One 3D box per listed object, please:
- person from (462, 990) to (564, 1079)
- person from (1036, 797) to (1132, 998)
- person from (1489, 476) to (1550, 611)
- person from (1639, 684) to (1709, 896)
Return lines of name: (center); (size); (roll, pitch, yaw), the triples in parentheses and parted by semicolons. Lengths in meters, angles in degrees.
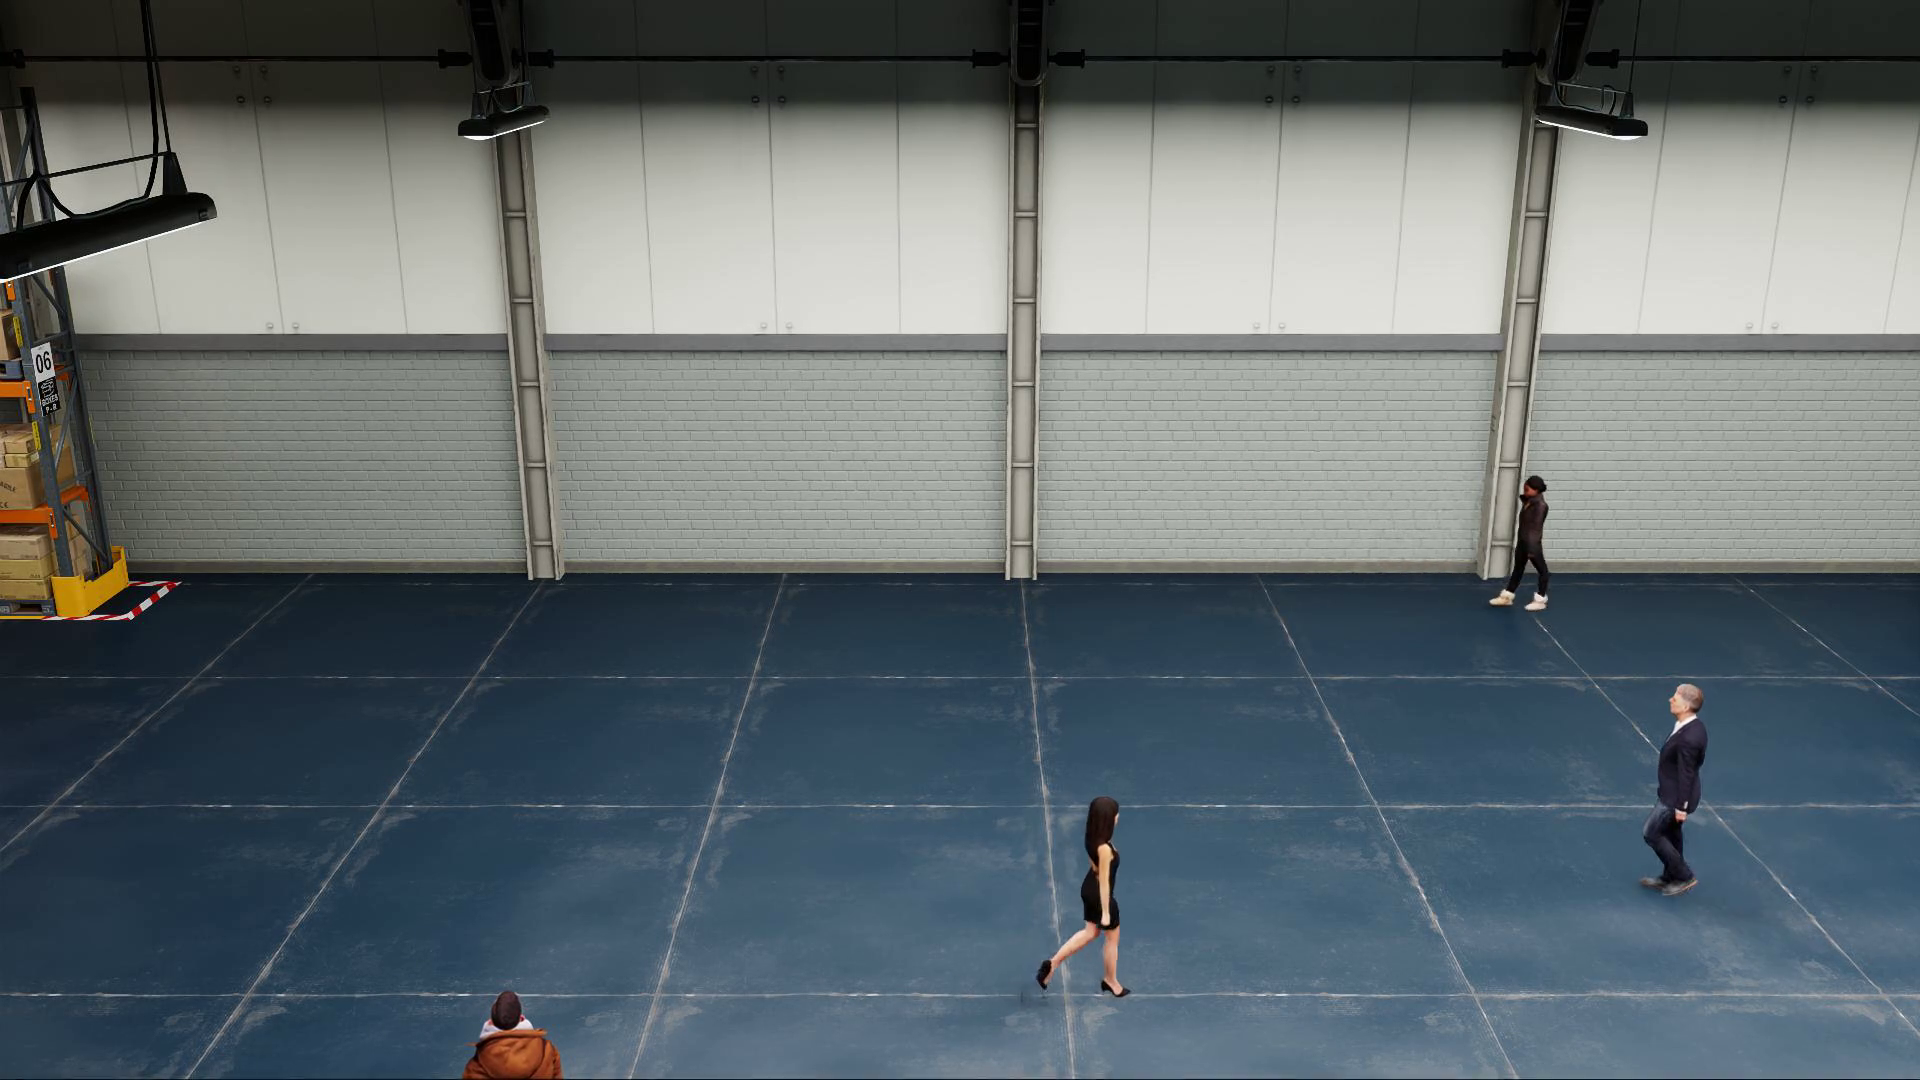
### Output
person: (-2.449, 3.328, 9.234); (0.821, 1.837, 0.909); (-10, 21, -29)
person: (0.912, 2.582, 11.864); (1.007, 1.627, 0.726); (-4, 19, -13)
person: (6.590, 0.057, 19.581); (0.834, 1.649, 0.606); (0, 18, -1)
person: (5.826, 2.022, 13.302); (0.854, 1.801, 0.819); (10, 21, 28)
